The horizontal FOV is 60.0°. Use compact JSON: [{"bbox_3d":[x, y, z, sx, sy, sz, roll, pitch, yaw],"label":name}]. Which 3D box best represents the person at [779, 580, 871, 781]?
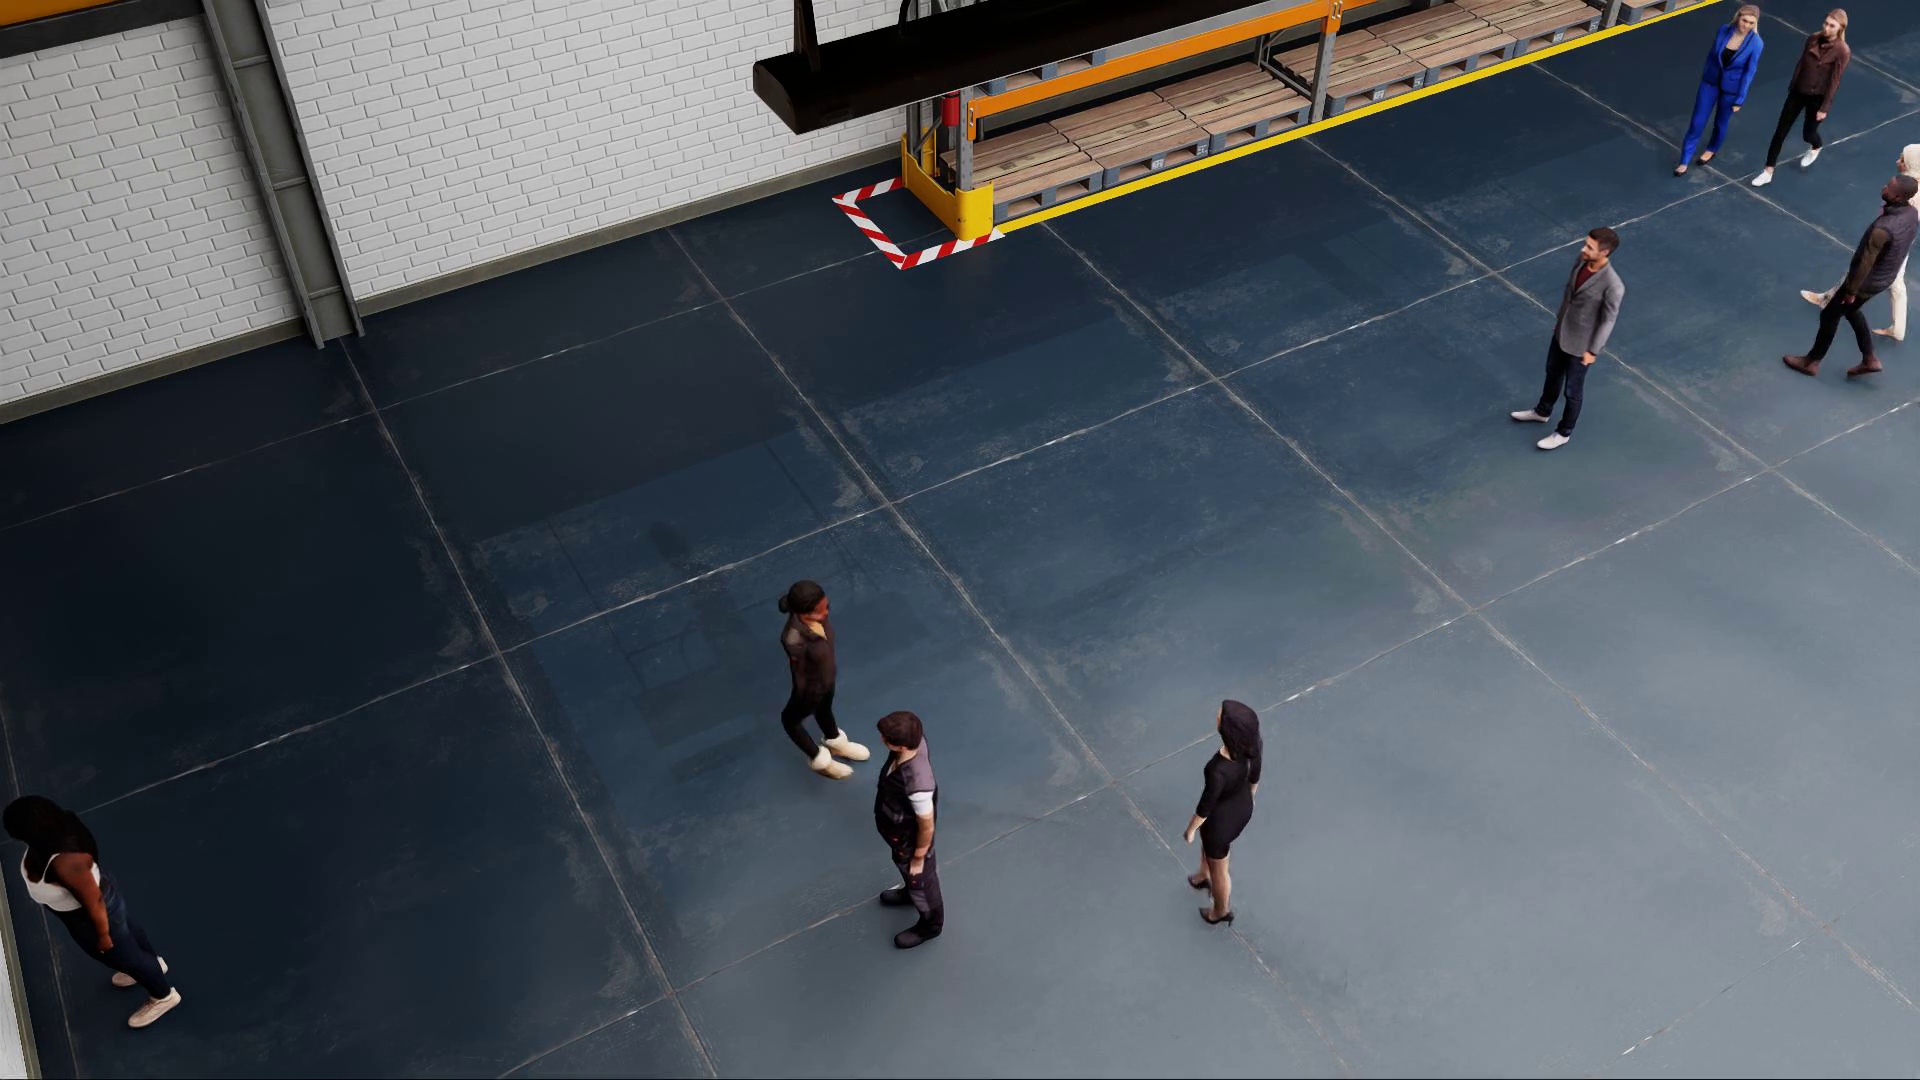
[{"bbox_3d":[-0.764,0.870,9.958,0.844,1.660,0.783,1,44,1],"label":"person"}]

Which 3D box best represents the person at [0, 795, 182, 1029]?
[{"bbox_3d":[-4.551,1.917,8.752,0.598,1.807,0.643,-25,49,-24],"label":"person"}]

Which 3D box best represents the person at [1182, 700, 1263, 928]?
[{"bbox_3d":[1.519,1.579,9.117,0.773,1.793,0.669,31,52,28],"label":"person"}]

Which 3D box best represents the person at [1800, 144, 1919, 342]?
[{"bbox_3d":[7.541,-2.349,13.331,0.905,1.668,1.131,34,53,30],"label":"person"}]

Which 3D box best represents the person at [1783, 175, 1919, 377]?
[{"bbox_3d":[7.062,-1.994,12.847,0.912,1.822,0.869,-34,53,-31],"label":"person"}]

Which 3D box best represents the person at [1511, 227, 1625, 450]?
[{"bbox_3d":[4.559,-1.510,12.303,0.670,1.871,0.741,-11,45,-12],"label":"person"}]

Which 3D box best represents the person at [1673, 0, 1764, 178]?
[{"bbox_3d":[7.007,-4.164,15.235,1.023,1.669,0.830,-34,53,-30],"label":"person"}]

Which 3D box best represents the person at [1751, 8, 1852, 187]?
[{"bbox_3d":[7.742,-4.012,15.067,1.046,1.681,0.642,-24,49,-23],"label":"person"}]

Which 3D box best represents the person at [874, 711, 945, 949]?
[{"bbox_3d":[-0.262,1.558,9.101,0.675,1.846,0.713,-10,45,-11],"label":"person"}]
